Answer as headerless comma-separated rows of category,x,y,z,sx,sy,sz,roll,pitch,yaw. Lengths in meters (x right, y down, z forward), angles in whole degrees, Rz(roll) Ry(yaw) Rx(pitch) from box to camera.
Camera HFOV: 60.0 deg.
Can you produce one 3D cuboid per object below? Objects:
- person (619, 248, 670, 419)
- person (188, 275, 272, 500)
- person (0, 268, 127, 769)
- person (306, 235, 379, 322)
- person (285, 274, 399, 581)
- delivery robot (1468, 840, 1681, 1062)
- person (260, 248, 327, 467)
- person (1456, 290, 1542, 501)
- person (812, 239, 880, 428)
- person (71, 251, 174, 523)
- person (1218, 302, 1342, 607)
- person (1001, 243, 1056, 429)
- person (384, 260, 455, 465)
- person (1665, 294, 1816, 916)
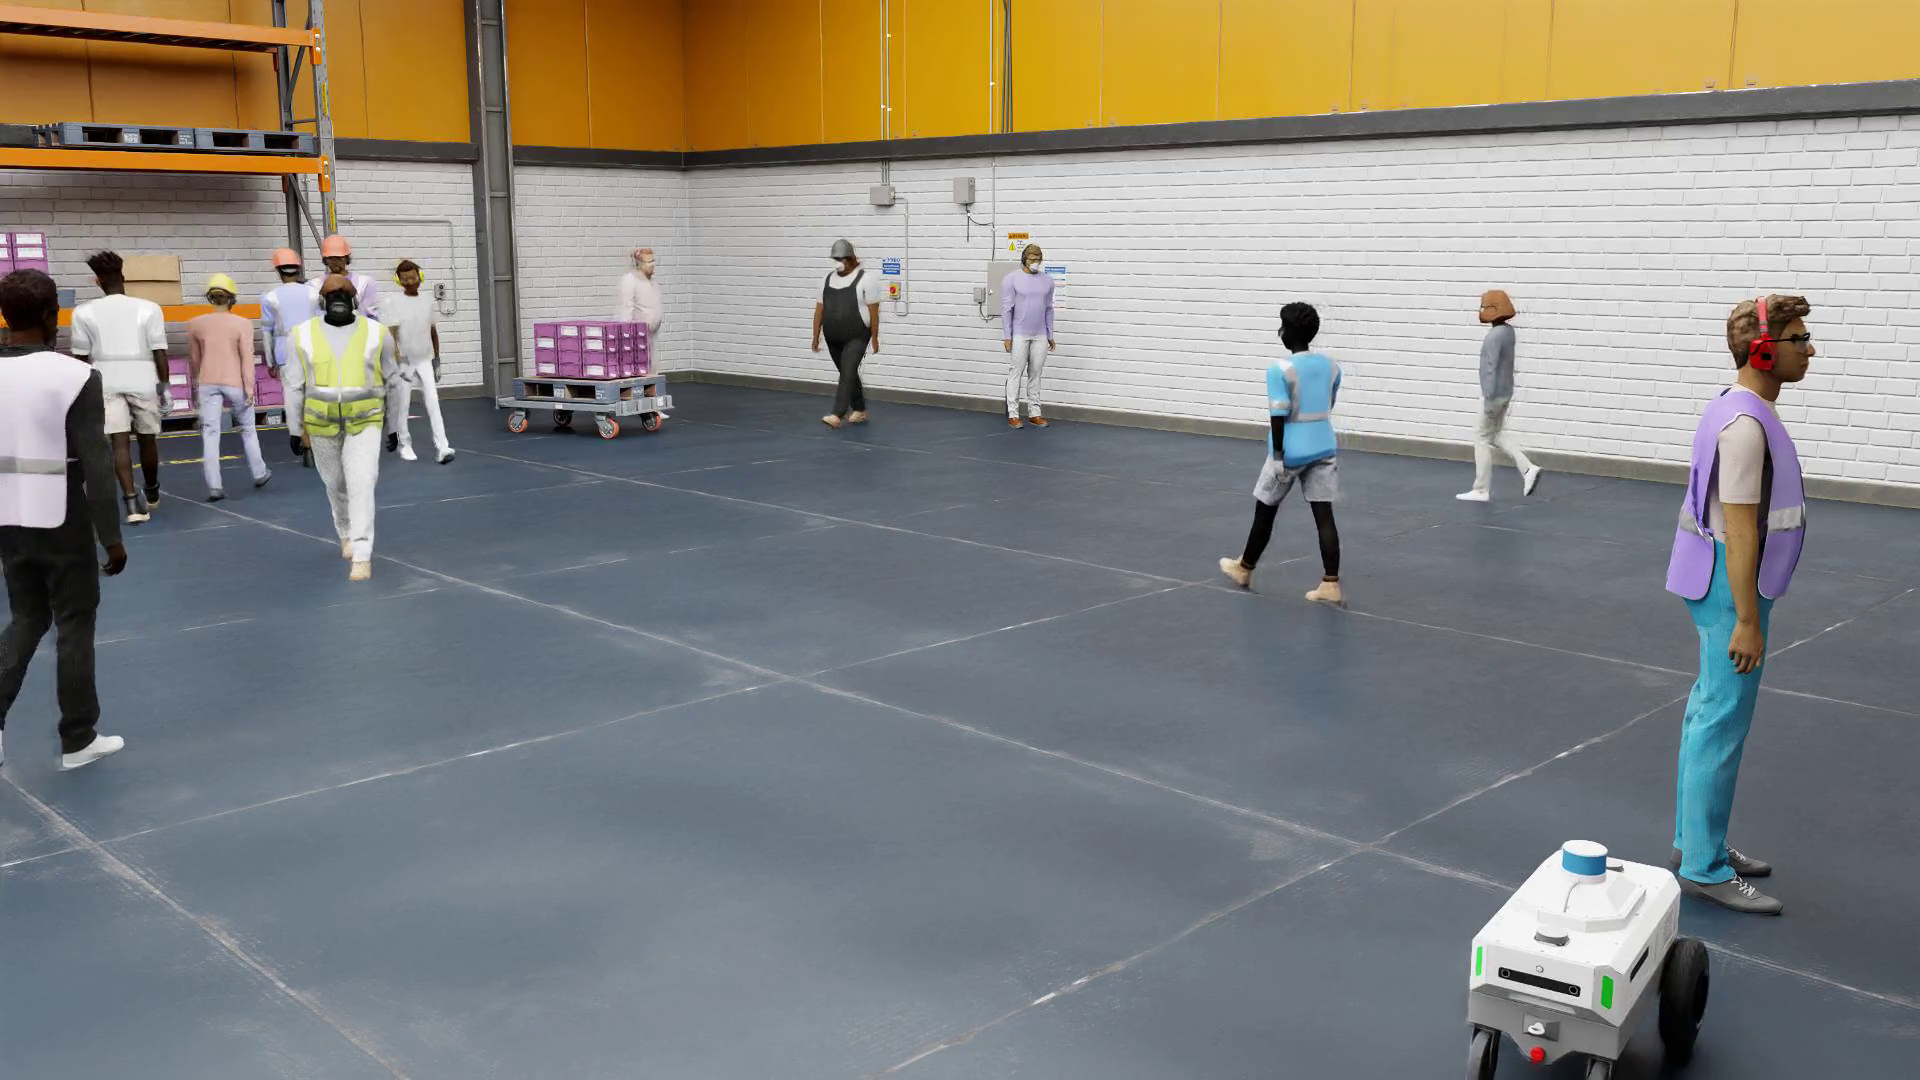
person,-3.563,-2.260,18.277,0.627,1.892,0.659,3,11,18
person,-5.705,-1.190,12.941,0.515,1.709,0.962,-1,10,-6
person,-3.446,-0.049,6.189,0.605,1.904,0.540,1,10,7
person,-5.639,-1.756,15.168,0.653,2.013,0.748,-2,11,-11
person,-3.734,-0.706,10.089,0.632,1.805,0.973,-2,11,-13
delivery robot,1.501,0.973,4.035,0.477,0.478,0.707,7,12,34
person,-5.870,-1.615,14.719,0.547,1.901,0.844,-5,12,-26
person,4.101,-1.080,12.580,0.528,1.617,0.514,8,13,36
person,-1.236,-2.227,17.686,0.694,2.000,1.039,6,12,28
person,-5.986,-1.101,11.915,0.625,1.900,1.040,-5,11,-23
person,1.840,-0.489,9.261,0.542,1.653,0.866,-6,12,-28
person,0.728,-2.144,17.531,0.627,1.935,0.371,-5,12,-27
person,-4.804,-1.564,14.731,0.507,1.797,1.043,-8,13,-37
person,2.354,0.184,5.062,0.390,1.850,0.564,4,11,21
